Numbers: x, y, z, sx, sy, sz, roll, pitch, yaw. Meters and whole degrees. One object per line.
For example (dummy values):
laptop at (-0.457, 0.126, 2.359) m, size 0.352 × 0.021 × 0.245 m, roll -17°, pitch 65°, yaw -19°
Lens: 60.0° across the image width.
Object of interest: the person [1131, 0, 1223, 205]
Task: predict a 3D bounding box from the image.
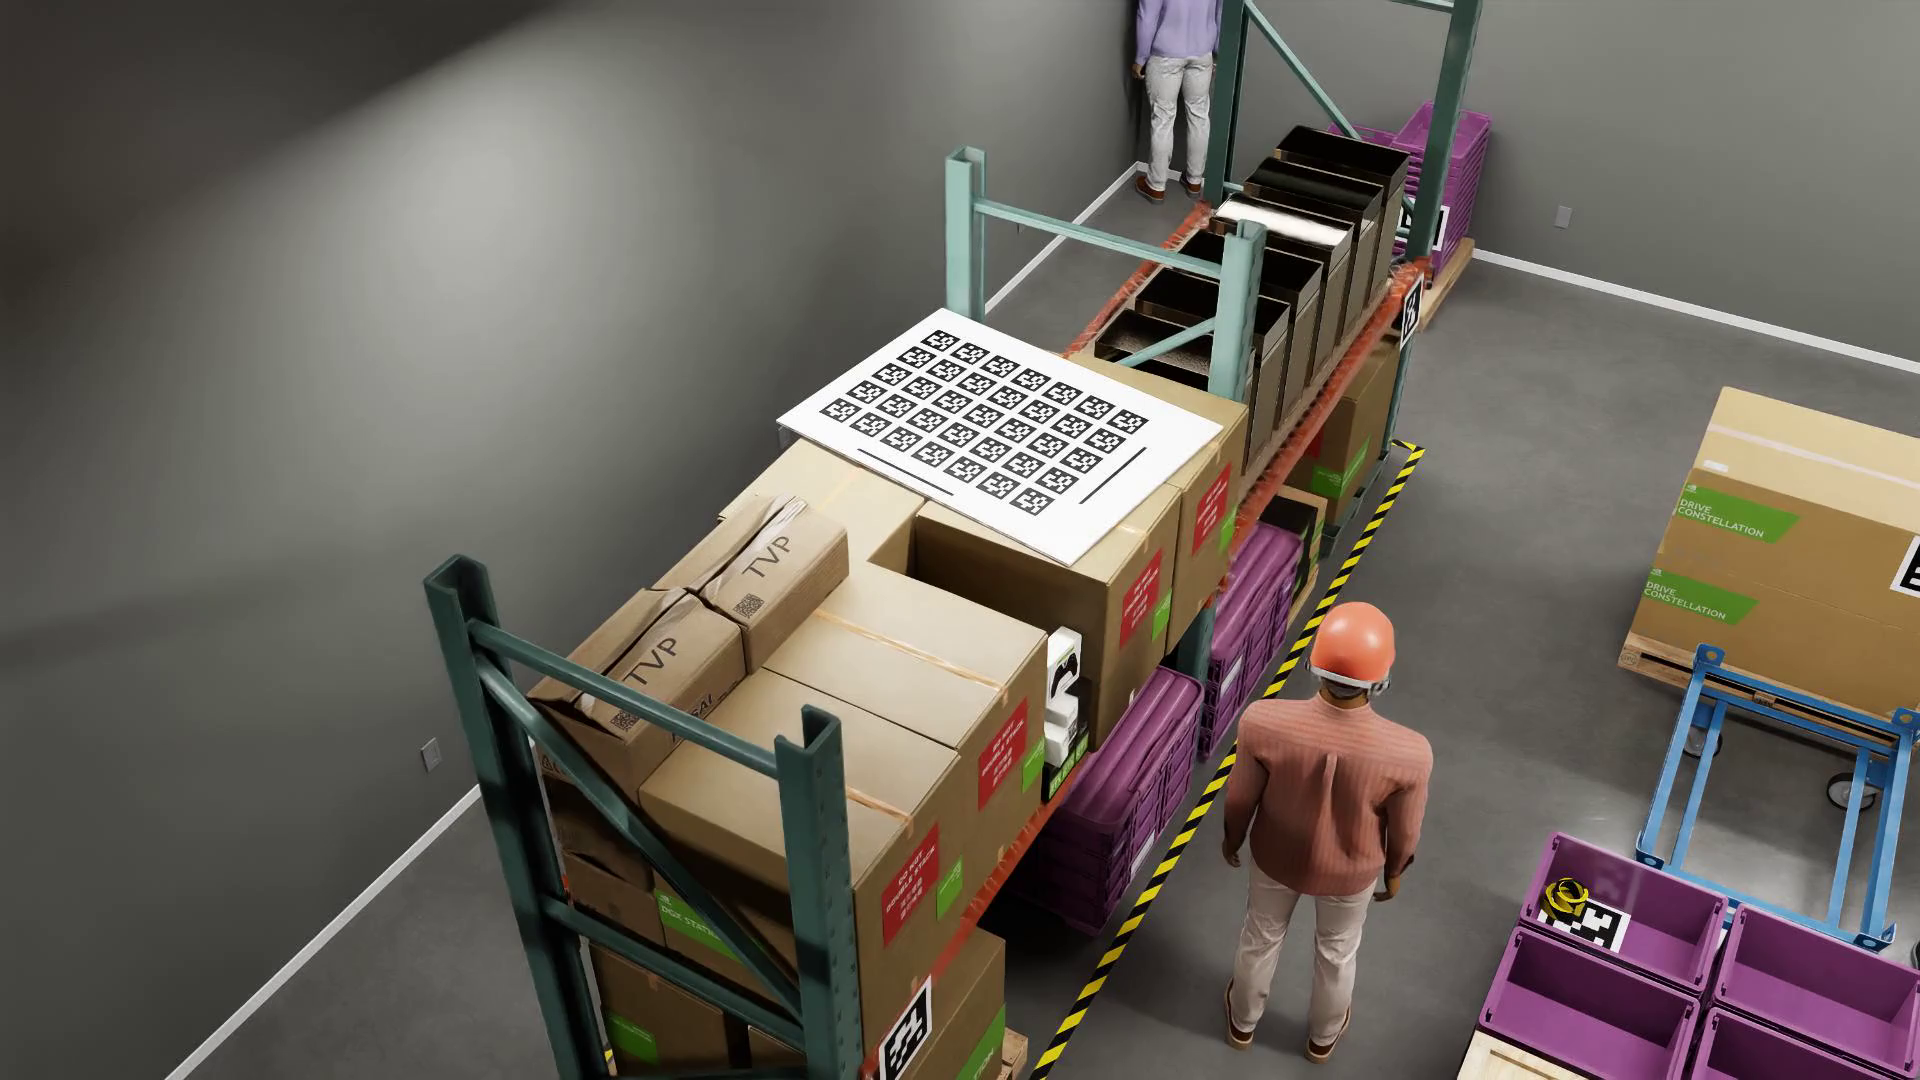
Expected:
person at (1.343, -2.984, 10.152) m, size 0.627 × 1.940 × 0.371 m, roll -10°, pitch 41°, yaw -12°

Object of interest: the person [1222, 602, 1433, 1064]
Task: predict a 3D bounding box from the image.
person at (1.148, 0.988, 5.377) m, size 0.611 × 1.993 × 0.384 m, roll 11°, pitch 41°, yaw 12°

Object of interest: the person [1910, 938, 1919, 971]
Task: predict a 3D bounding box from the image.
person at (3.708, 0.950, 5.546) m, size 0.590 × 1.833 × 0.404 m, roll 22°, pitch 45°, yaw 24°
